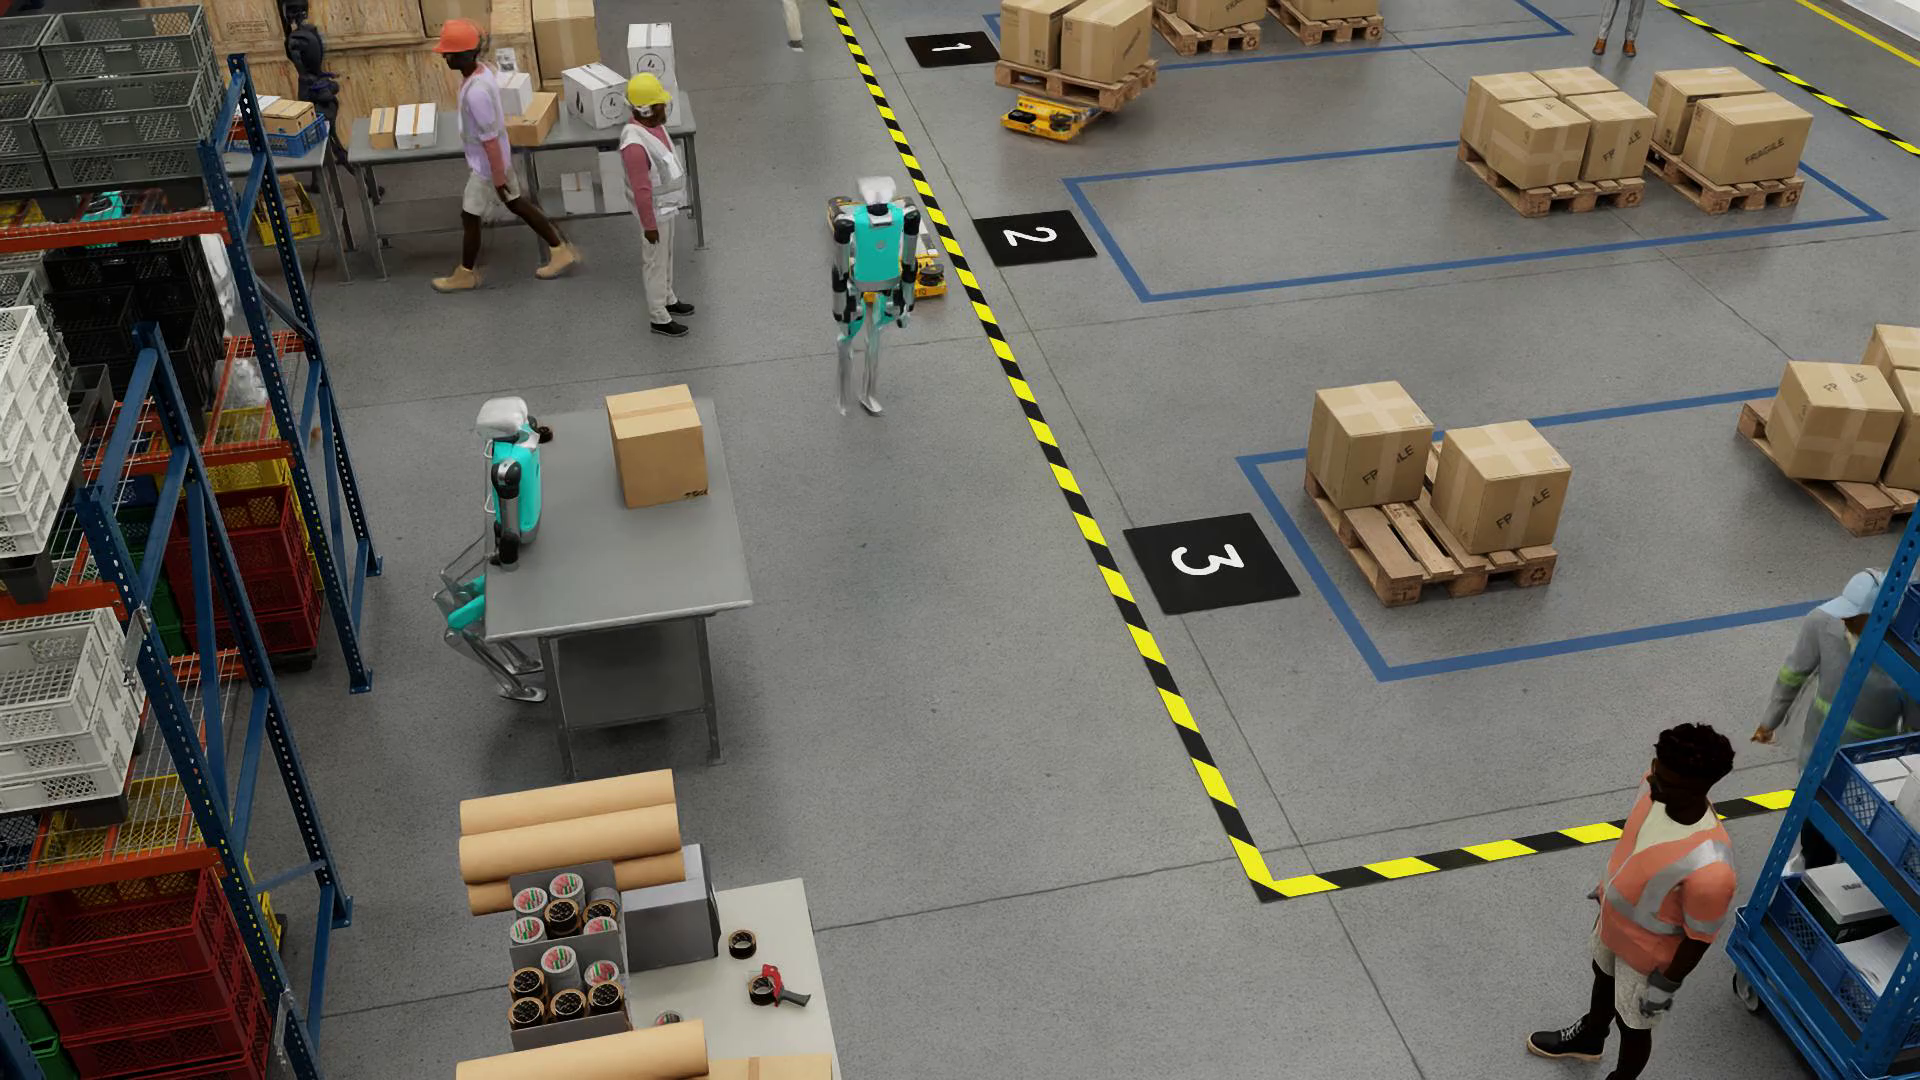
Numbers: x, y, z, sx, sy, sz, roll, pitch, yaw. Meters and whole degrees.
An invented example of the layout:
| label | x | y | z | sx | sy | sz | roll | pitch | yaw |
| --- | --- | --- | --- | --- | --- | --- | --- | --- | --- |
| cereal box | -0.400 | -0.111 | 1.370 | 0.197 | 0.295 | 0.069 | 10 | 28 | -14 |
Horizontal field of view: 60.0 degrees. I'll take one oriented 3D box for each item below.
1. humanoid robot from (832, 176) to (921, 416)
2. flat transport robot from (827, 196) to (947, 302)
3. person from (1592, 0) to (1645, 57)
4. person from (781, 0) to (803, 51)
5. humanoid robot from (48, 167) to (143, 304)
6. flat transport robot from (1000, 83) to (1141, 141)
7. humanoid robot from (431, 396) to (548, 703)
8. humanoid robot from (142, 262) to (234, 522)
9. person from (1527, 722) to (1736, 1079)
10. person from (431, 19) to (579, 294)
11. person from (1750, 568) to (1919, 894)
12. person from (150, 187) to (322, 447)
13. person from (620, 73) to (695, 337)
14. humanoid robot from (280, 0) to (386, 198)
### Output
| label | x | y | z | sx | sy | sz | roll | pitch | yaw |
| --- | --- | --- | --- | --- | --- | --- | --- | --- | --- |
| humanoid robot | -0.577 | -1.513 | 10.381 | 0.545 | 1.799 | 0.799 | -11 | 38 | -14 |
| flat transport robot | -0.570 | -2.220 | 12.538 | 0.659 | 0.231 | 1.431 | -8 | 37 | -10 |
| person | 6.364 | -5.482 | 15.575 | 0.585 | 1.878 | 0.383 | 9 | 38 | 12 |
| person | -1.678 | -5.637 | 15.899 | 0.583 | 1.725 | 0.886 | -15 | 39 | -19 |
| humanoid robot | -4.958 | -1.364 | 10.138 | 0.733 | 1.769 | 0.530 | 26 | 44 | 31 |
| flat transport robot | 1.007 | -3.956 | 14.848 | 0.652 | 0.197 | 1.431 | 21 | 41 | 25 |
| humanoid robot | -2.332 | 0.064 | 8.125 | 0.735 | 1.677 | 0.533 | -1 | 37 | -1 |
| humanoid robot | -4.392 | -0.799 | 9.453 | 0.597 | 1.646 | 0.340 | 27 | 44 | 32 |
| person | 2.532 | 1.441 | 6.196 | 0.361 | 1.963 | 0.612 | -1 | 37 | -2 |
| person | -3.321 | -2.699 | 11.739 | 1.058 | 1.995 | 0.619 | -6 | 37 | -9 |
| person | 3.759 | 0.852 | 7.113 | 0.619 | 1.813 | 0.607 | -17 | 40 | -22 |
| person | -4.516 | -1.363 | 10.078 | 1.005 | 1.826 | 0.564 | 7 | 37 | 9 |
| person | -2.050 | -2.273 | 11.302 | 0.404 | 1.830 | 0.605 | 1 | 37 | 2 |
| humanoid robot | -5.045 | -3.439 | 13.039 | 0.774 | 1.635 | 0.604 | -2 | 37 | -3 |
